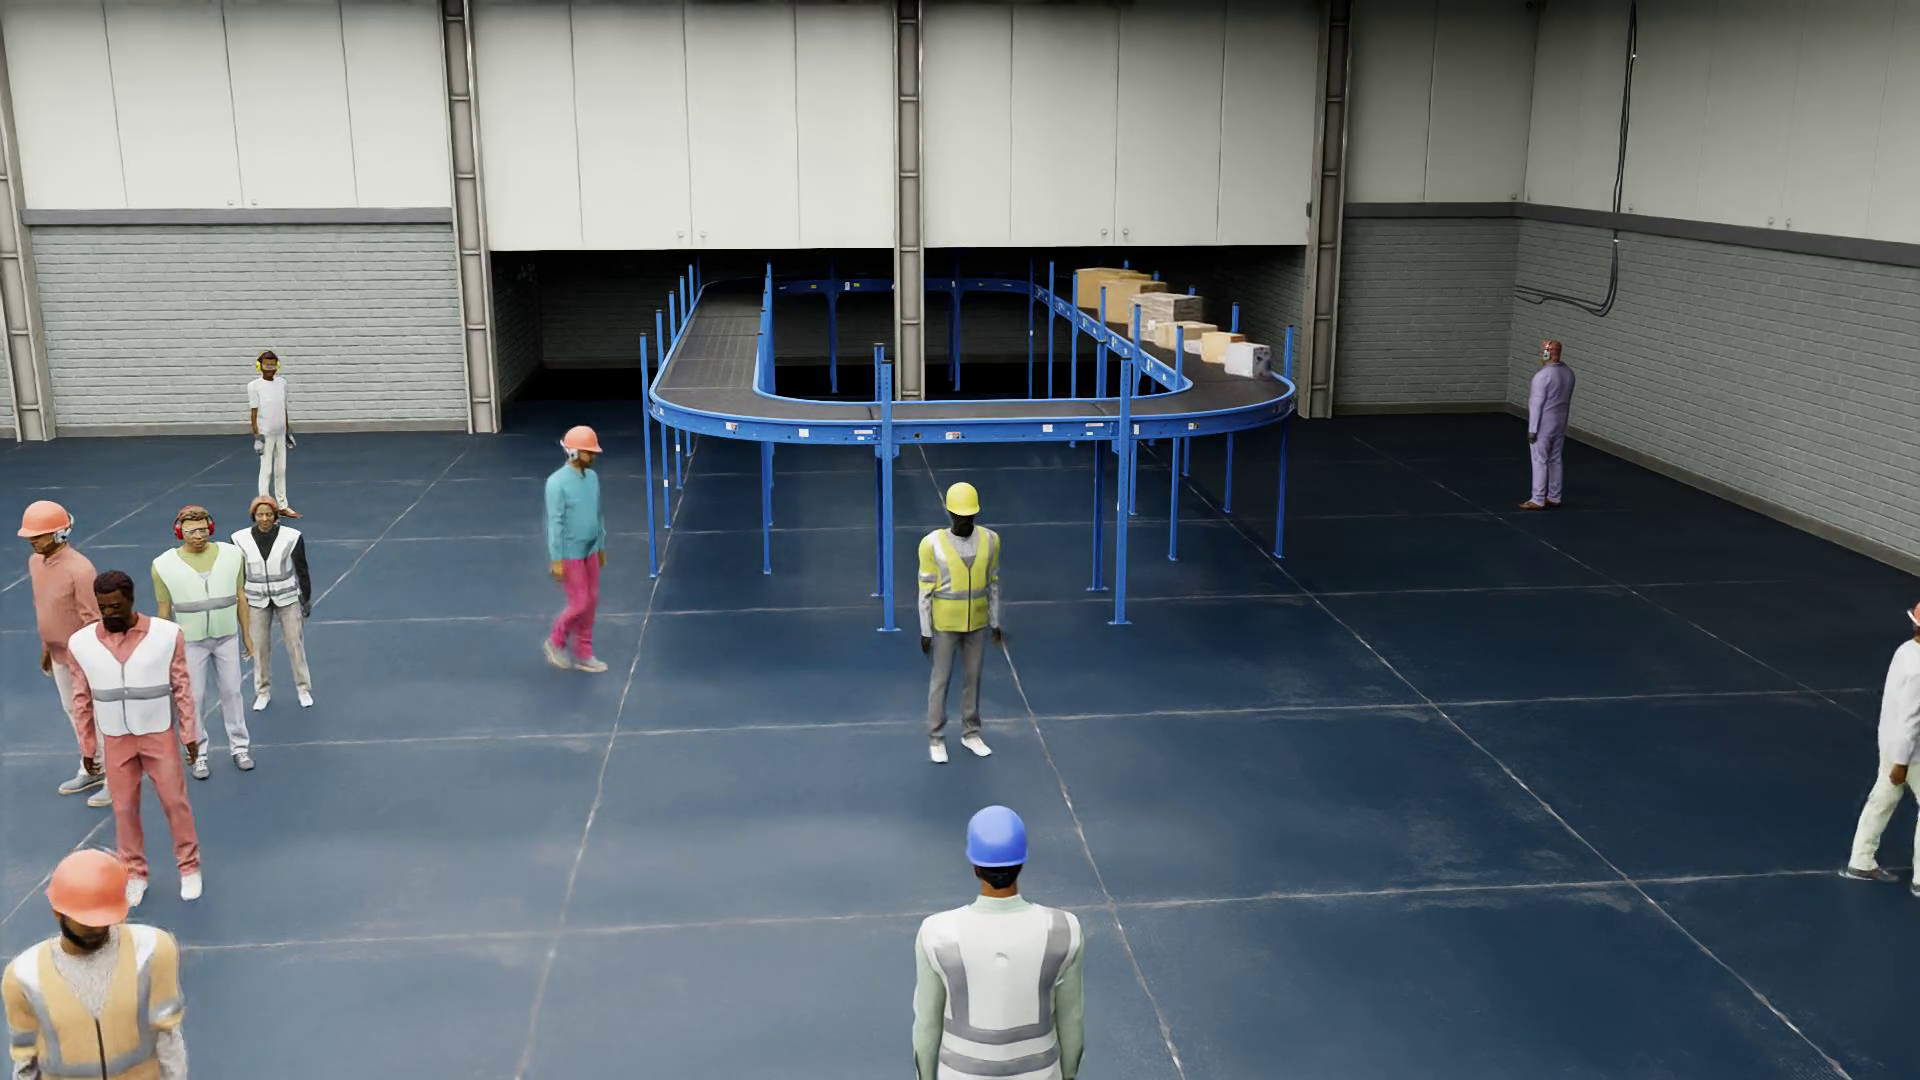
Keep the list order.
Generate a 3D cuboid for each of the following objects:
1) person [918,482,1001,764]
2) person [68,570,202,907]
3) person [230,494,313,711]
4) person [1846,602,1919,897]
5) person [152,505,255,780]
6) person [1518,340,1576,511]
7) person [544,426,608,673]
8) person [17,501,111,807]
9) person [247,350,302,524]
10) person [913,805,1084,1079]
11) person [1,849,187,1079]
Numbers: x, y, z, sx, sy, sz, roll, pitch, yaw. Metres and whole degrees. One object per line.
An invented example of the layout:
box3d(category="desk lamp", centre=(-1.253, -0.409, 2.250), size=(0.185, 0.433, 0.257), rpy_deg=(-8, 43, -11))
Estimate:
box3d(category="person", centre=(0.010, 0.549, 11.189), size=(0.594, 1.924, 0.381), rpy_deg=(-6, 15, -24))
box3d(category="person", centre=(-4.517, 1.071, 9.149), size=(0.601, 1.905, 0.388), rpy_deg=(-4, 15, -15))
box3d(category="person", centre=(-5.018, 0.459, 12.171), size=(0.527, 1.627, 0.320), rpy_deg=(-3, 14, -13))
box3d(category="person", centre=(5.376, 1.140, 9.222), size=(0.698, 1.727, 0.579), rpy_deg=(5, 15, 20))
box3d(category="person", centre=(-4.964, 0.658, 10.950), size=(0.560, 1.837, 0.389), rpy_deg=(-12, 18, -39))
box3d(category="person", centre=(6.558, -1.290, 18.606), size=(0.639, 1.900, 0.401), rpy_deg=(-10, 17, -34))
box3d(category="person", centre=(-2.963, 0.087, 12.941), size=(0.436, 1.971, 0.632), rpy_deg=(6, 15, 23))
box3d(category="person", centre=(-5.593, 0.711, 10.453), size=(0.627, 1.981, 0.439), rpy_deg=(9, 17, 33))
box3d(category="person", centre=(-7.428, -1.125, 18.017), size=(0.336, 1.864, 0.521), rpy_deg=(7, 16, 25))
box3d(category="person", centre=(0.136, 1.872, 5.887), size=(0.604, 1.938, 0.426), rpy_deg=(-1, 14, -4))
box3d(category="person", centre=(-2.969, 1.919, 5.782), size=(0.534, 1.901, 0.885), rpy_deg=(-8, 16, -28))
